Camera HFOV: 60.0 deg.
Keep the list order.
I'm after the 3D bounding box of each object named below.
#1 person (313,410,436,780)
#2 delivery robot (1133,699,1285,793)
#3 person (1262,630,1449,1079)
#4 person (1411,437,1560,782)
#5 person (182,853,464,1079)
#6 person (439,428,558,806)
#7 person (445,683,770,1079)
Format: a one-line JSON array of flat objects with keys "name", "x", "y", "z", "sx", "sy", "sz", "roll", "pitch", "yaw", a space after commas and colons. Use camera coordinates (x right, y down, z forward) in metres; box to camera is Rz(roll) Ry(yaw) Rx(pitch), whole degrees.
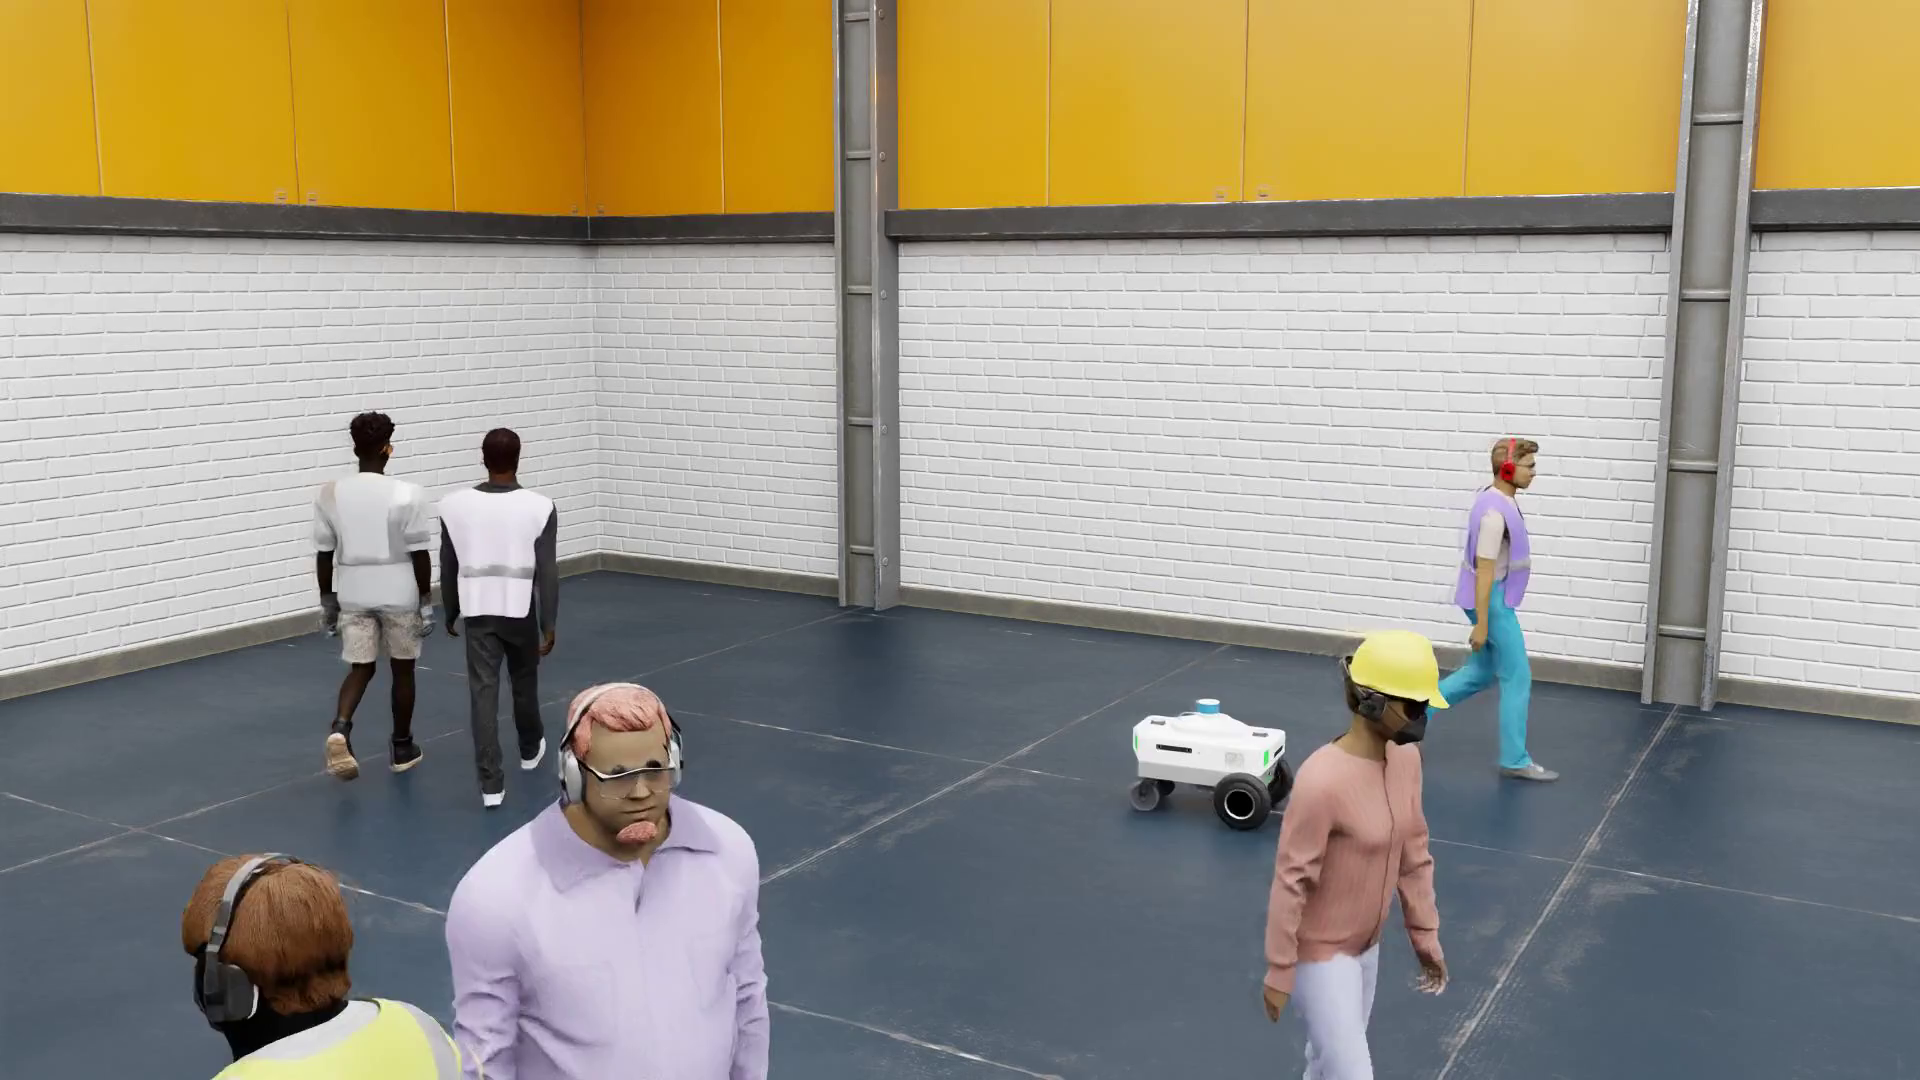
[{"name": "person", "x": -3.052, "y": 0.301, "z": 8.646, "sx": 0.611, "sy": 1.945, "sz": 0.725, "roll": 0, "pitch": 9, "yaw": 2}, {"name": "delivery robot", "x": 1.216, "y": 1.024, "z": 8.160, "sx": 0.707, "sy": 0.478, "sz": 0.477, "roll": 4, "pitch": 10, "yaw": 25}, {"name": "person", "x": 1.027, "y": 1.086, "z": 4.370, "sx": 0.437, "sy": 1.743, "sz": 0.534, "roll": 7, "pitch": 12, "yaw": 39}, {"name": "person", "x": 2.724, "y": 0.352, "z": 8.724, "sx": 0.789, "sy": 1.815, "sz": 0.570, "roll": 3, "pitch": 9, "yaw": 15}, {"name": "person", "x": -0.983, "y": 1.359, "z": 2.506, "sx": 0.848, "sy": 1.817, "sz": 0.627, "roll": 2, "pitch": 9, "yaw": 14}, {"name": "person", "x": -2.350, "y": 0.362, "z": 8.512, "sx": 0.613, "sy": 1.865, "sz": 1.007, "roll": -1, "pitch": 9, "yaw": -8}, {"name": "person", "x": -0.692, "y": 1.184, "z": 3.329, "sx": 0.649, "sy": 1.888, "sz": 0.624, "roll": -6, "pitch": 11, "yaw": -33}]
